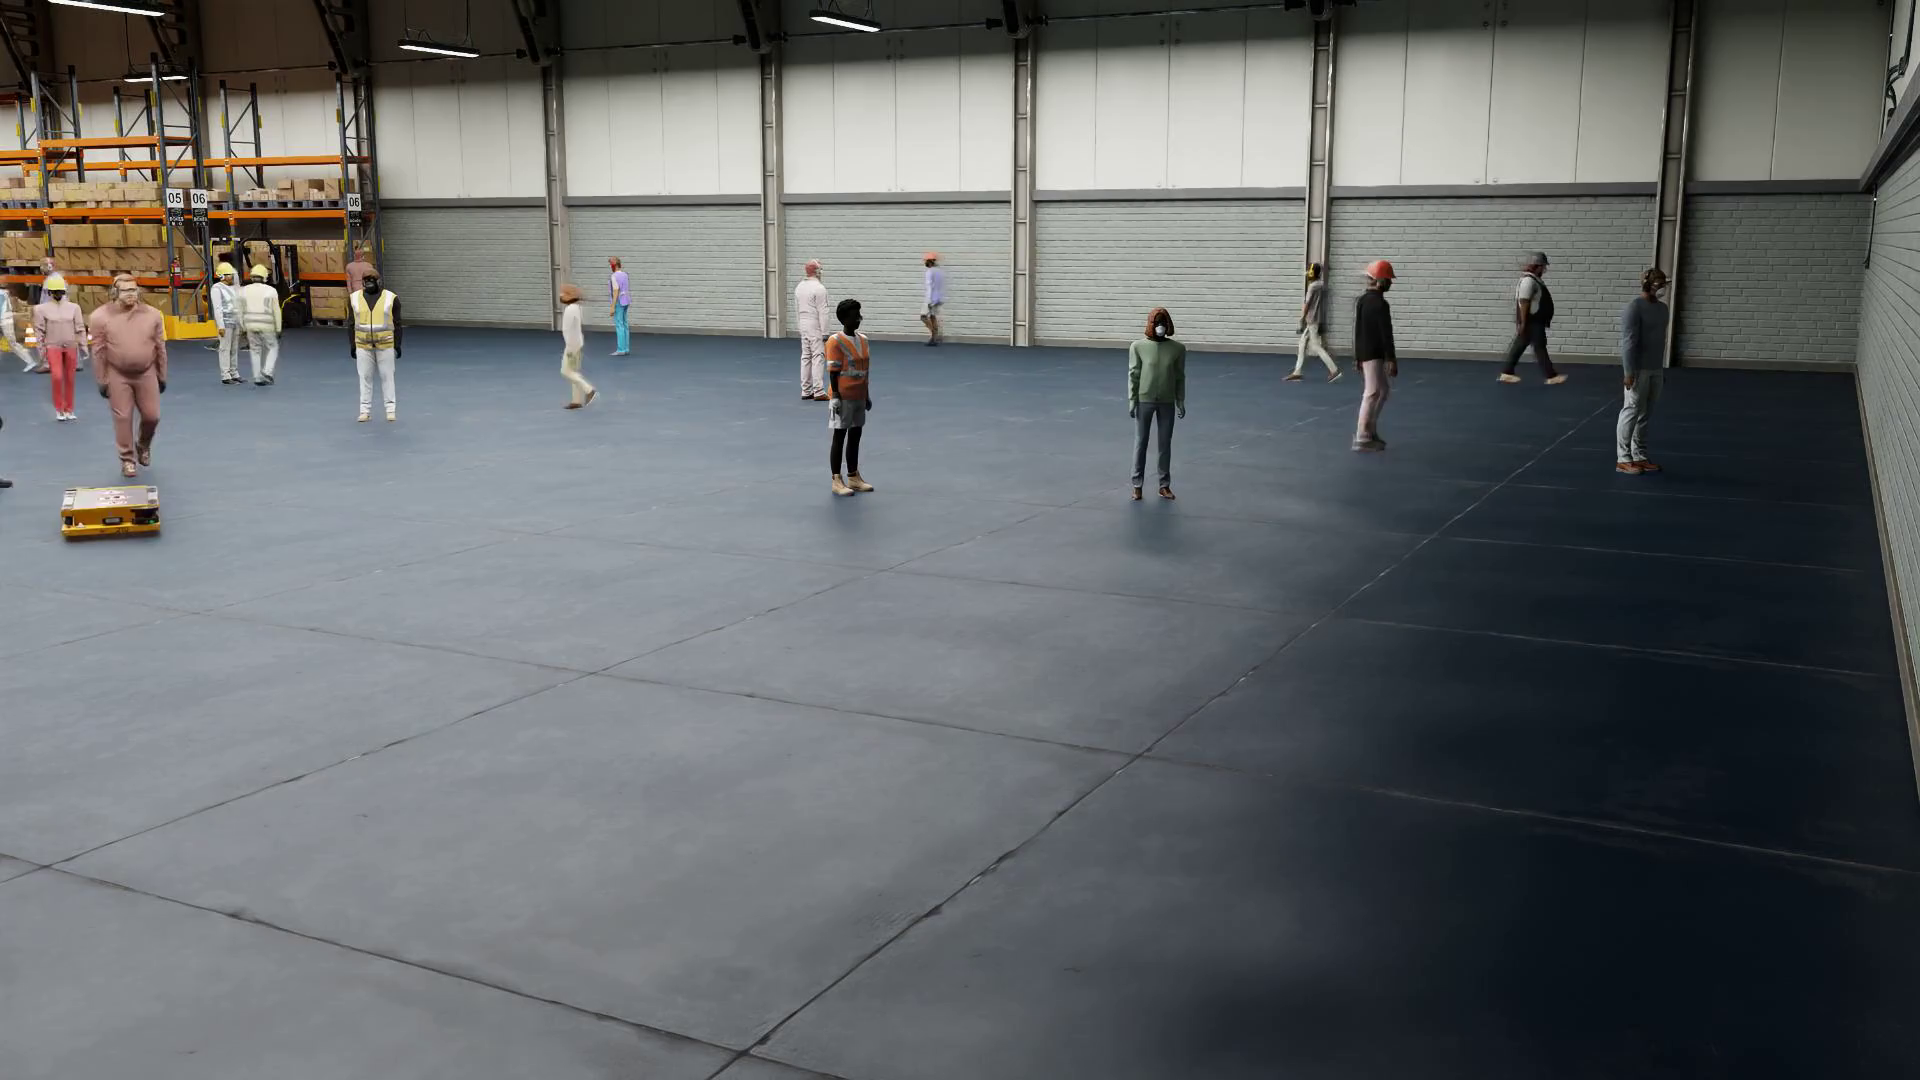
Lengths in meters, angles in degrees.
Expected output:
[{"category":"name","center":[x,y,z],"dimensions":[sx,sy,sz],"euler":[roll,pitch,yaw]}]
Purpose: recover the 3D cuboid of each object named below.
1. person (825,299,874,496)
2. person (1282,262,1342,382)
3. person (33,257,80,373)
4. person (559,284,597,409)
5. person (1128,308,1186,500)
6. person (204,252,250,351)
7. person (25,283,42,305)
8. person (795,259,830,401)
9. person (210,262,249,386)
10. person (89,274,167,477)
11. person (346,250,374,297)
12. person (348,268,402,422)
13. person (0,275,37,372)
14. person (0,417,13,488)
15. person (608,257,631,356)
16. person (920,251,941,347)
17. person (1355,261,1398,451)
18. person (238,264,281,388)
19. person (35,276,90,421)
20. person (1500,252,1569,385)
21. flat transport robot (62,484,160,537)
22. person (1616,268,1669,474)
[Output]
[{"category":"person","center":[-0.956,-1.239,14.437],"dimensions":[0.318,1.697,0.536],"euler":[6,12,32]},{"category":"person","center":[5.438,-3.331,25.466],"dimensions":[0.925,1.838,0.513],"euler":[4,11,23]},{"category":"person","center":[-14.894,-3.666,27.192],"dimensions":[0.821,1.874,0.656],"euler":[-6,12,-28]},{"category":"person","center":[-4.956,-2.478,21.399],"dimensions":[0.407,1.620,0.516],"euler":[-1,10,-3]},{"category":"person","center":[1.674,-1.157,14.162],"dimensions":[0.498,1.634,0.280],"euler":[-1,10,-6]},{"category":"person","center":[-14.161,-4.600,32.186],"dimensions":[0.992,1.912,0.623],"euler":[-2,11,-11]},{"category":"person","center":[-24.806,-6.865,44.531],"dimensions":[0.396,1.917,0.590],"euler":[1,10,6]},{"category":"person","center":[-1.962,-2.847,22.619],"dimensions":[0.410,1.913,0.651],"euler":[-8,13,-38]},{"category":"person","center":[-10.956,-3.235,24.949],"dimensions":[0.403,1.834,0.588],"euler":[0,10,2]},{"category":"person","center":[-7.765,-1.540,15.575],"dimensions":[0.638,1.894,0.523],"euler":[-7,13,-35]},{"category":"person","center":[-13.794,-5.732,38.369],"dimensions":[0.642,1.909,0.408],"euler":[-2,11,-8]},{"category":"person","center":[-7.061,-2.349,20.095],"dimensions":[0.624,1.845,0.430],"euler":[-2,11,-10]},{"category":"person","center":[-15.653,-3.543,27.262],"dimensions":[0.824,1.602,0.512],"euler":[-7,13,-35]},{"category":"person","center":[-8.529,-1.345,14.420],"dimensions":[0.633,1.912,0.571],"euler":[-6,12,-32]},{"category":"person","center":[-6.342,-4.345,30.991],"dimensions":[0.388,1.837,0.564],"euler":[2,11,11]},{"category":"person","center":[-0.589,-4.849,33.516],"dimensions":[0.391,1.917,0.550],"euler":[5,12,27]},{"category":"person","center":[4.378,-1.908,17.318],"dimensions":[0.536,1.977,0.638],"euler":[-1,10,-5]},{"category":"person","center":[-10.286,-3.141,24.495],"dimensions":[0.631,1.811,0.440],"euler":[0,10,-2]},{"category":"person","center":[-10.846,-2.309,20.154],"dimensions":[0.658,1.747,0.527],"euler":[10,14,43]},{"category":"person","center":[8.706,-3.377,25.159],"dimensions":[1.025,2.000,0.694],"euler":[4,11,23]},{"category":"flat transport robot","center":[-6.581,-0.244,12.906],"dimensions":[0.652,0.197,1.431],"euler":[-5,12,-26]},{"category":"person","center":[6.467,-1.594,15.715],"dimensions":[0.636,1.937,0.358],"euler":[-8,13,-37]}]
